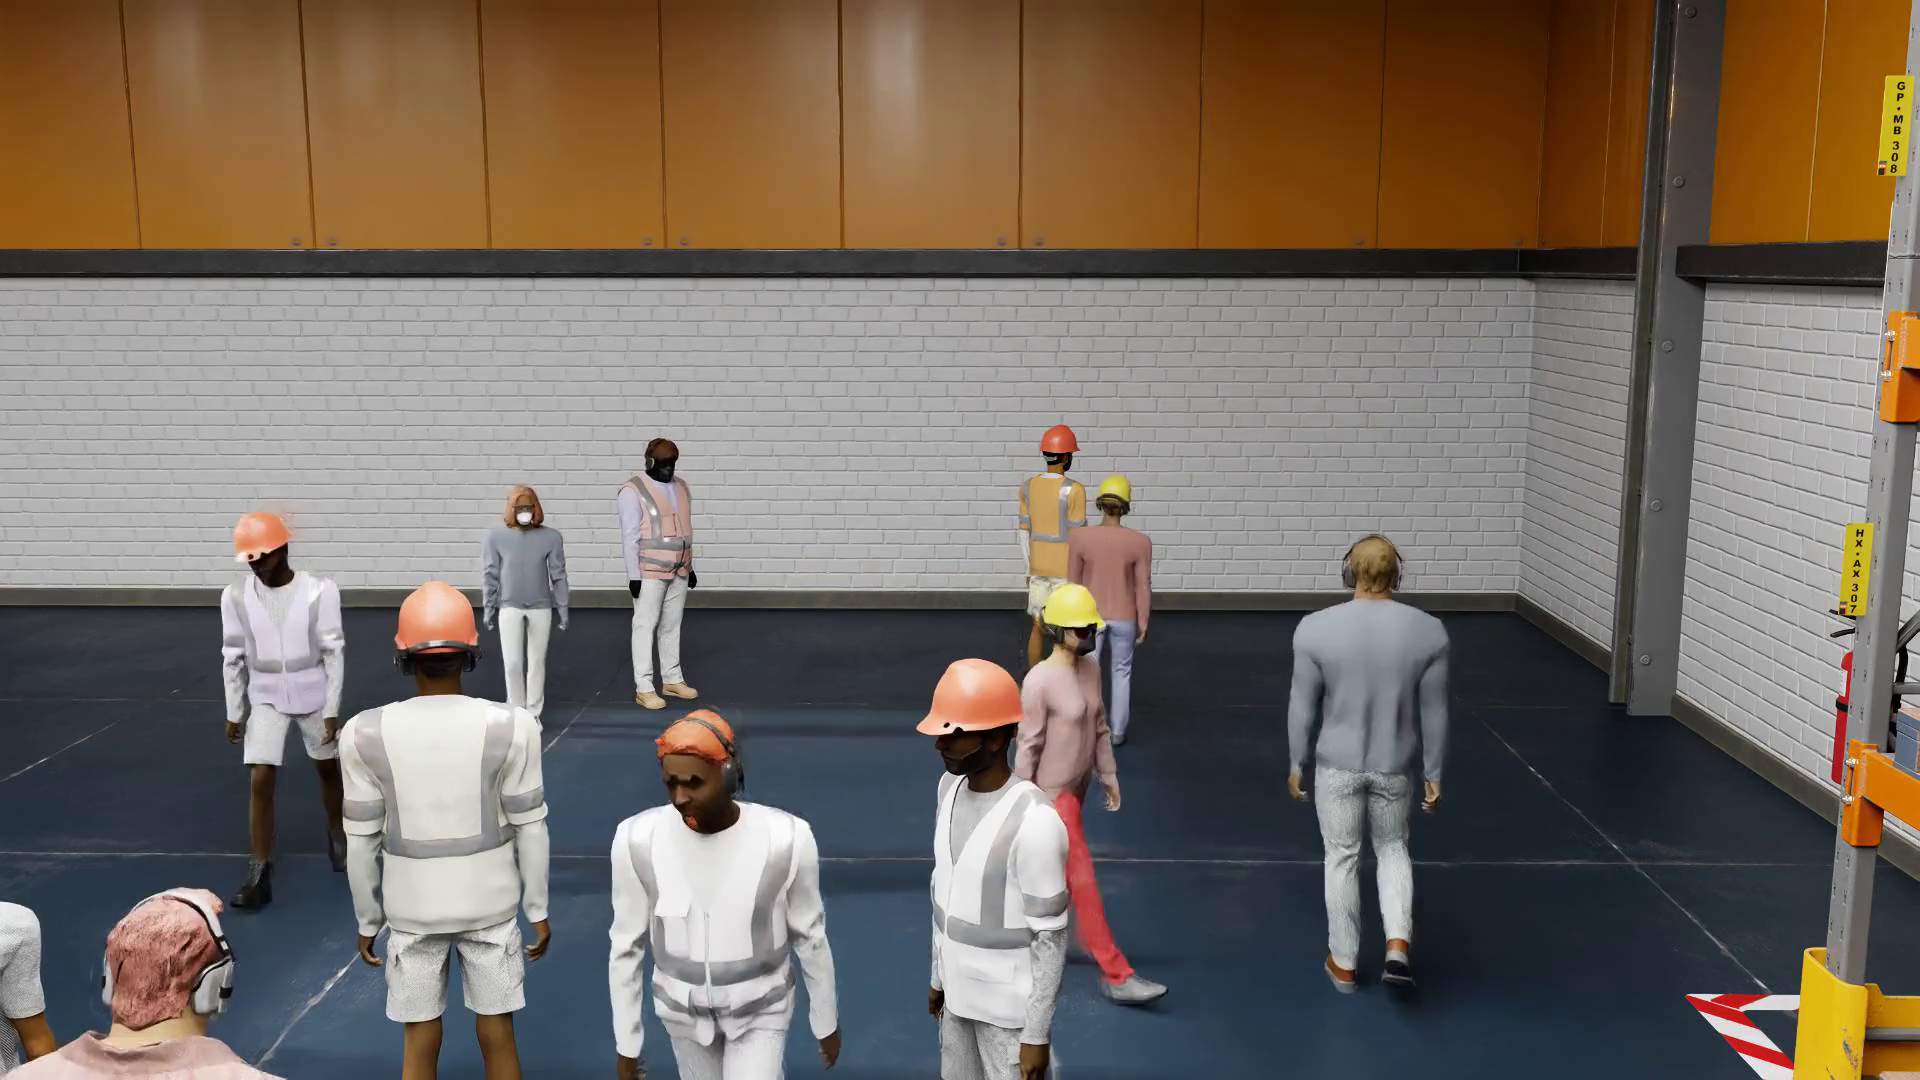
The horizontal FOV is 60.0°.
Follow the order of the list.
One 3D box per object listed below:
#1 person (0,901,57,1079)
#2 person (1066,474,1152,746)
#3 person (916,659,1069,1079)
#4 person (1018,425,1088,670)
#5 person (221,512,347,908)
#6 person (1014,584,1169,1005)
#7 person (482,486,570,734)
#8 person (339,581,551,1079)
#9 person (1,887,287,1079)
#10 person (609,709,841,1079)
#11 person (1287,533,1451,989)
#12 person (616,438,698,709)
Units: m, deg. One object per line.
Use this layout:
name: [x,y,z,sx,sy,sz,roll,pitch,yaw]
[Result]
person: [-2.387,1.439,3.953,0.514,1.876,0.328,-3,10,-16]
person: [0.905,0.468,10.162,0.529,1.742,0.706,1,10,5]
person: [0.063,1.281,4.711,0.375,1.935,0.550,-6,11,-33]
person: [0.656,0.192,11.227,0.542,1.939,0.363,8,12,38]
person: [-3.223,0.779,7.947,0.577,1.866,0.855,-2,10,-14]
person: [0.481,1.029,6.850,0.895,1.711,0.543,6,11,32]
person: [-2.736,0.467,10.520,0.531,1.610,0.585,-3,10,-19]
person: [-1.594,1.140,5.227,0.611,2.048,0.364,-2,10,-10]
person: [-1.484,1.578,3.191,0.675,1.864,0.843,1,10,8]
person: [-0.655,1.339,4.681,0.621,1.833,1.012,1,10,6]
person: [1.670,0.938,6.820,0.644,1.926,0.496,0,9,2]
person: [-2.036,0.218,11.386,0.429,1.837,0.621,6,11,34]
